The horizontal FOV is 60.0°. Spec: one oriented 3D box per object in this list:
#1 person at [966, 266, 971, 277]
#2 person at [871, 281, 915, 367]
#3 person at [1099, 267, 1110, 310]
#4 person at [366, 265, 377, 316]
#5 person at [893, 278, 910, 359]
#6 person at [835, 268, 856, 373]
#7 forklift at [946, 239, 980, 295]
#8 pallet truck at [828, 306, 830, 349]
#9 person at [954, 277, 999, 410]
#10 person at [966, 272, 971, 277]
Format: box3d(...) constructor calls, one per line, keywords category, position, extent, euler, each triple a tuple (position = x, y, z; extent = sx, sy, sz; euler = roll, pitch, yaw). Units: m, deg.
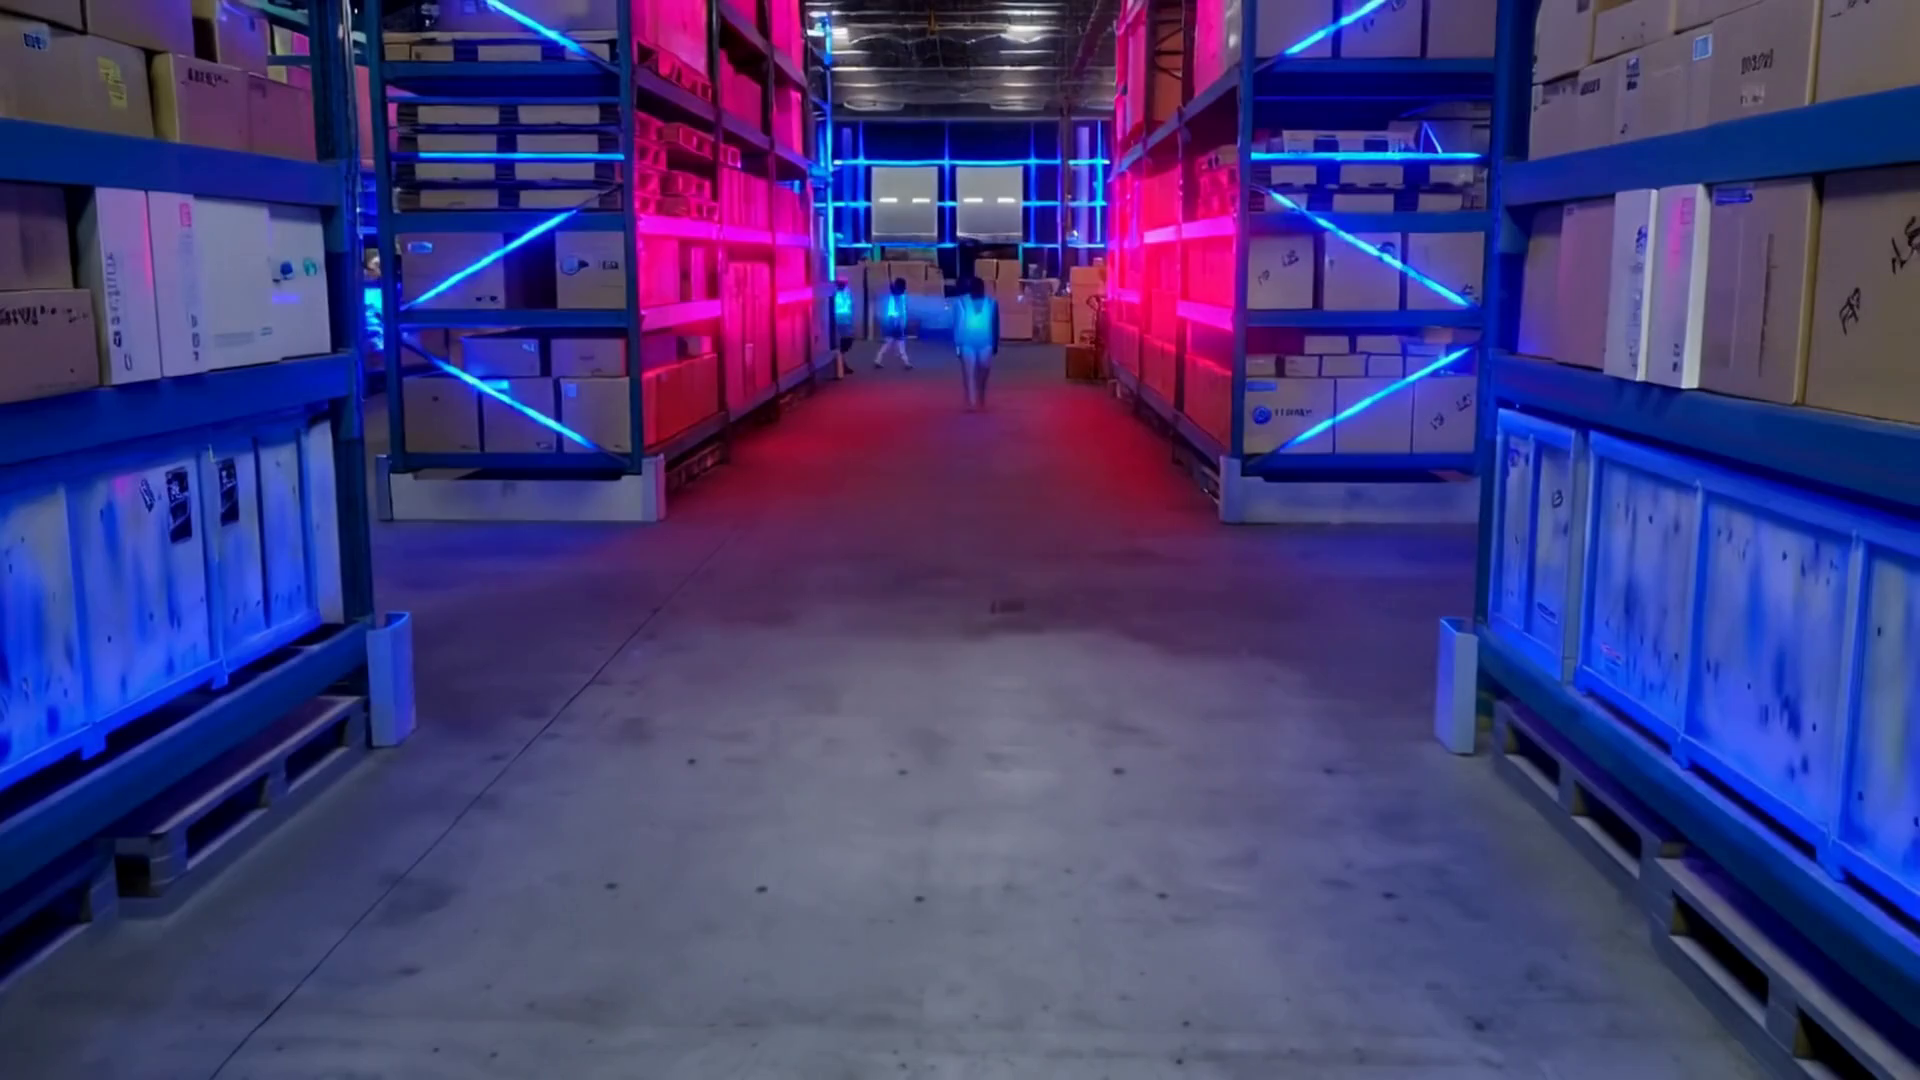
box3d(category="person", position=(0.378, -9.139, 61.299), extent=(0.962, 1.888, 0.585), euler=(9, 13, 44))
box3d(category="person", position=(-1.296, -4.144, 32.025), extent=(0.808, 1.672, 0.538), euler=(-4, 10, -24))
box3d(category="person", position=(3.410, -5.289, 38.138), extent=(0.713, 1.919, 0.632), euler=(-3, 10, -18))
box3d(category="person", position=(-22.201, -9.398, 62.739), extent=(0.422, 1.935, 0.629), euler=(-6, 11, -31))
box3d(category="person", position=(-1.252, -4.669, 35.057), extent=(0.317, 1.698, 0.540), euler=(-5, 11, -29))
box3d(category="person", position=(-2.167, -4.003, 30.415), extent=(0.511, 1.918, 0.566), euler=(8, 12, 38))
box3d(category="forklift", position=(0.254, -8.962, 57.245), extent=(1.873, 2.768, 1.129), euler=(8, 12, 40))
box3d(category="pallet truck", position=(-3.100, -3.940, 29.800), extent=(1.885, 1.965, 0.823), euler=(3, 10, 19))
box3d(category="person", position=(0.230, -2.666, 22.693), extent=(0.622, 1.824, 0.564), euler=(0, 9, -2))
box3d(category="person", position=(0.316, -8.851, 60.118), extent=(0.540, 1.695, 0.317), euler=(-1, 10, -5))
